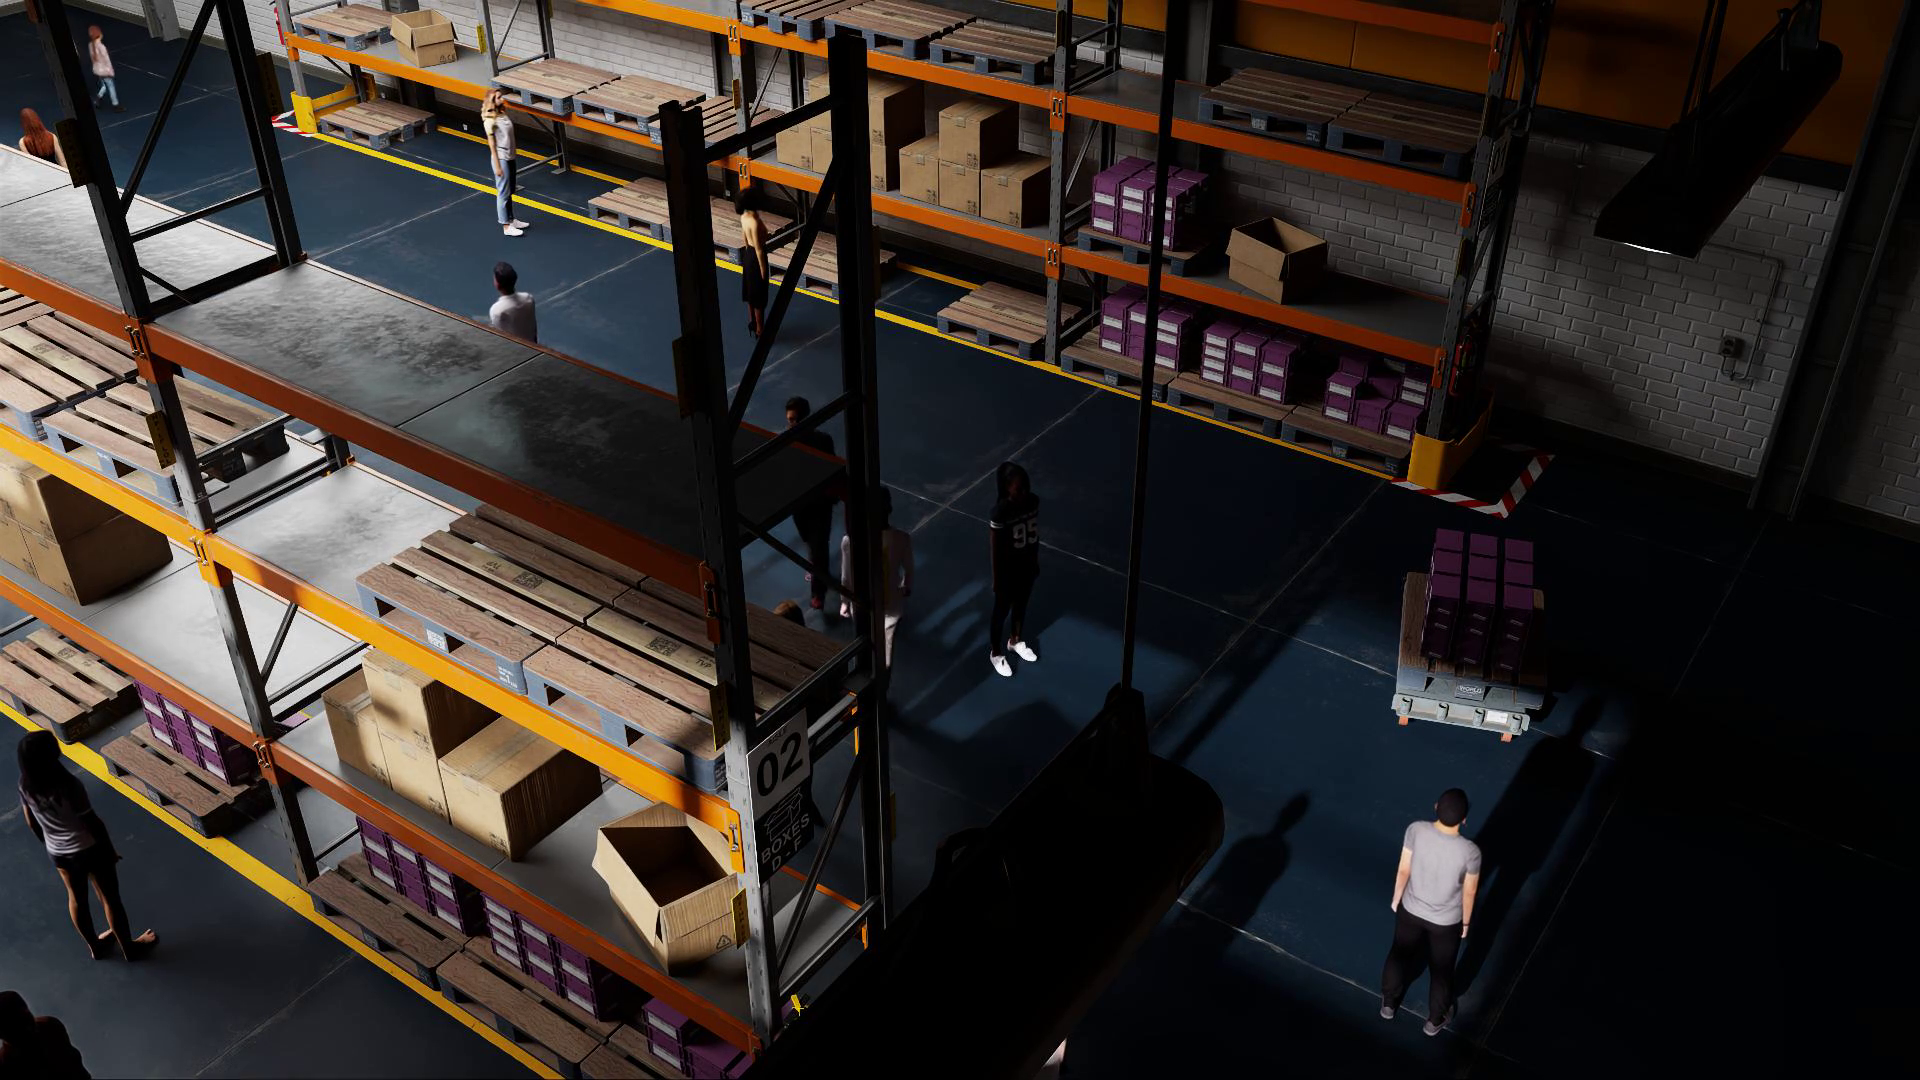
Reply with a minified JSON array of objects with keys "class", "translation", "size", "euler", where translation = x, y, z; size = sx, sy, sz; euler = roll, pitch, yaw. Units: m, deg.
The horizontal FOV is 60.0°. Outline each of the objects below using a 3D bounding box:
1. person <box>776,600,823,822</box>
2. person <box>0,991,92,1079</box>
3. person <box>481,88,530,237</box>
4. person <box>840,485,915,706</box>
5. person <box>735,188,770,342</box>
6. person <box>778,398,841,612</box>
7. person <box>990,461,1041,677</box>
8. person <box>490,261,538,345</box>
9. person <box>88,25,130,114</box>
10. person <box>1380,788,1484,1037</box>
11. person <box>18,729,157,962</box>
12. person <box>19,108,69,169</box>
[{"class":"person","translation":[-1.074,1.150,10.836],"size":[0.685,1.842,0.667],"euler":[-20,38,-27]},{"class":"person","translation":[-4.502,2.890,8.272],"size":[0.663,1.782,0.712],"euler":[8,34,11]},{"class":"person","translation":[-5.302,-4.390,19.278],"size":[0.711,1.723,0.711],"euler":[3,34,5]},{"class":"person","translation":[-0.589,0.492,11.854],"size":[0.967,1.811,1.004],"euler":[0,34,-1]},{"class":"person","translation":[-2.082,-2.797,16.948],"size":[0.714,1.651,0.618],"euler":[-15,36,-21]},{"class":"person","translation":[-1.196,-0.380,13.200],"size":[1.120,1.773,1.026],"euler":[3,34,5]},{"class":"person","translation":[0.407,0.199,12.370],"size":[0.659,1.729,0.619],"euler":[-27,42,-34]},{"class":"person","translation":[-3.943,-1.623,15.045],"size":[0.629,1.802,0.647],"euler":[22,40,30]},{"class":"person","translation":[-11.835,-6.454,22.873],"size":[0.587,1.180,0.594],"euler":[23,40,30]},{"class":"person","translation":[2.689,2.104,9.481],"size":[0.487,1.754,0.682],"euler":[20,38,27]},{"class":"person","translation":[-5.266,1.825,9.918],"size":[0.581,1.733,0.715],"euler":[5,34,7]},{"class":"person","translation":[-10.233,-4.011,18.706],"size":[0.629,1.725,0.586],"euler":[-26,41,-33]}]
